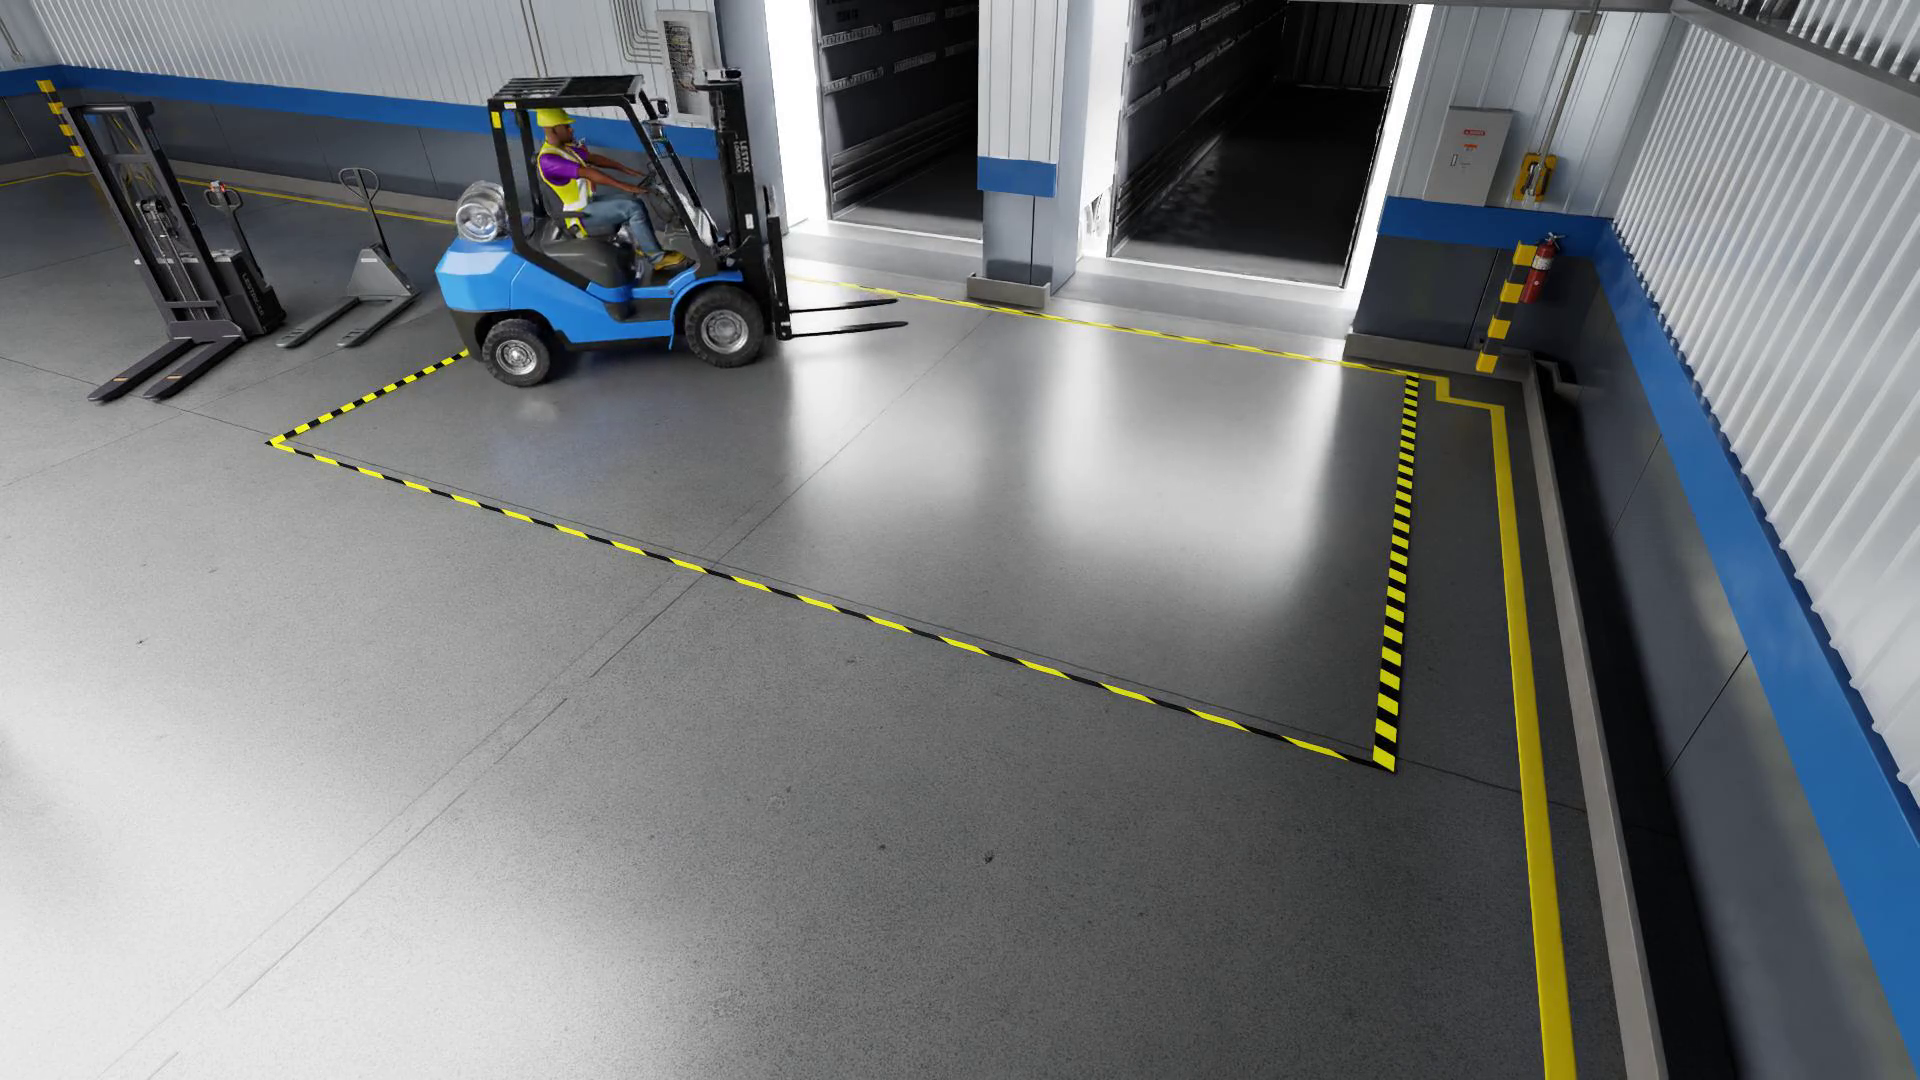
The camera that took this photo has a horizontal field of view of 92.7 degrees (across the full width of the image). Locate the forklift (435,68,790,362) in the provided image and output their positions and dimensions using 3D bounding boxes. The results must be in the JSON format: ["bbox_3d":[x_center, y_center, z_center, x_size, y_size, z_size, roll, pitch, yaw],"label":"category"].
[{"bbox_3d":[-2.871,-2.680,7.543,2.680,2.036,1.157,-7,36,-10],"label":"forklift"}]

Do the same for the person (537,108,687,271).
[{"bbox_3d":[-2.811,-2.836,7.440,1.004,1.293,0.635,-7,36,-10],"label":"person"}]

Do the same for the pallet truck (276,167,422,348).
[{"bbox_3d":[-5.732,-2.611,8.414,0.680,1.201,1.601,-1,35,-1],"label":"pallet truck"}]

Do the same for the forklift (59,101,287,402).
[{"bbox_3d":[-6.686,-2.387,7.434,0.823,1.965,1.885,-3,35,-5],"label":"forklift"}]
